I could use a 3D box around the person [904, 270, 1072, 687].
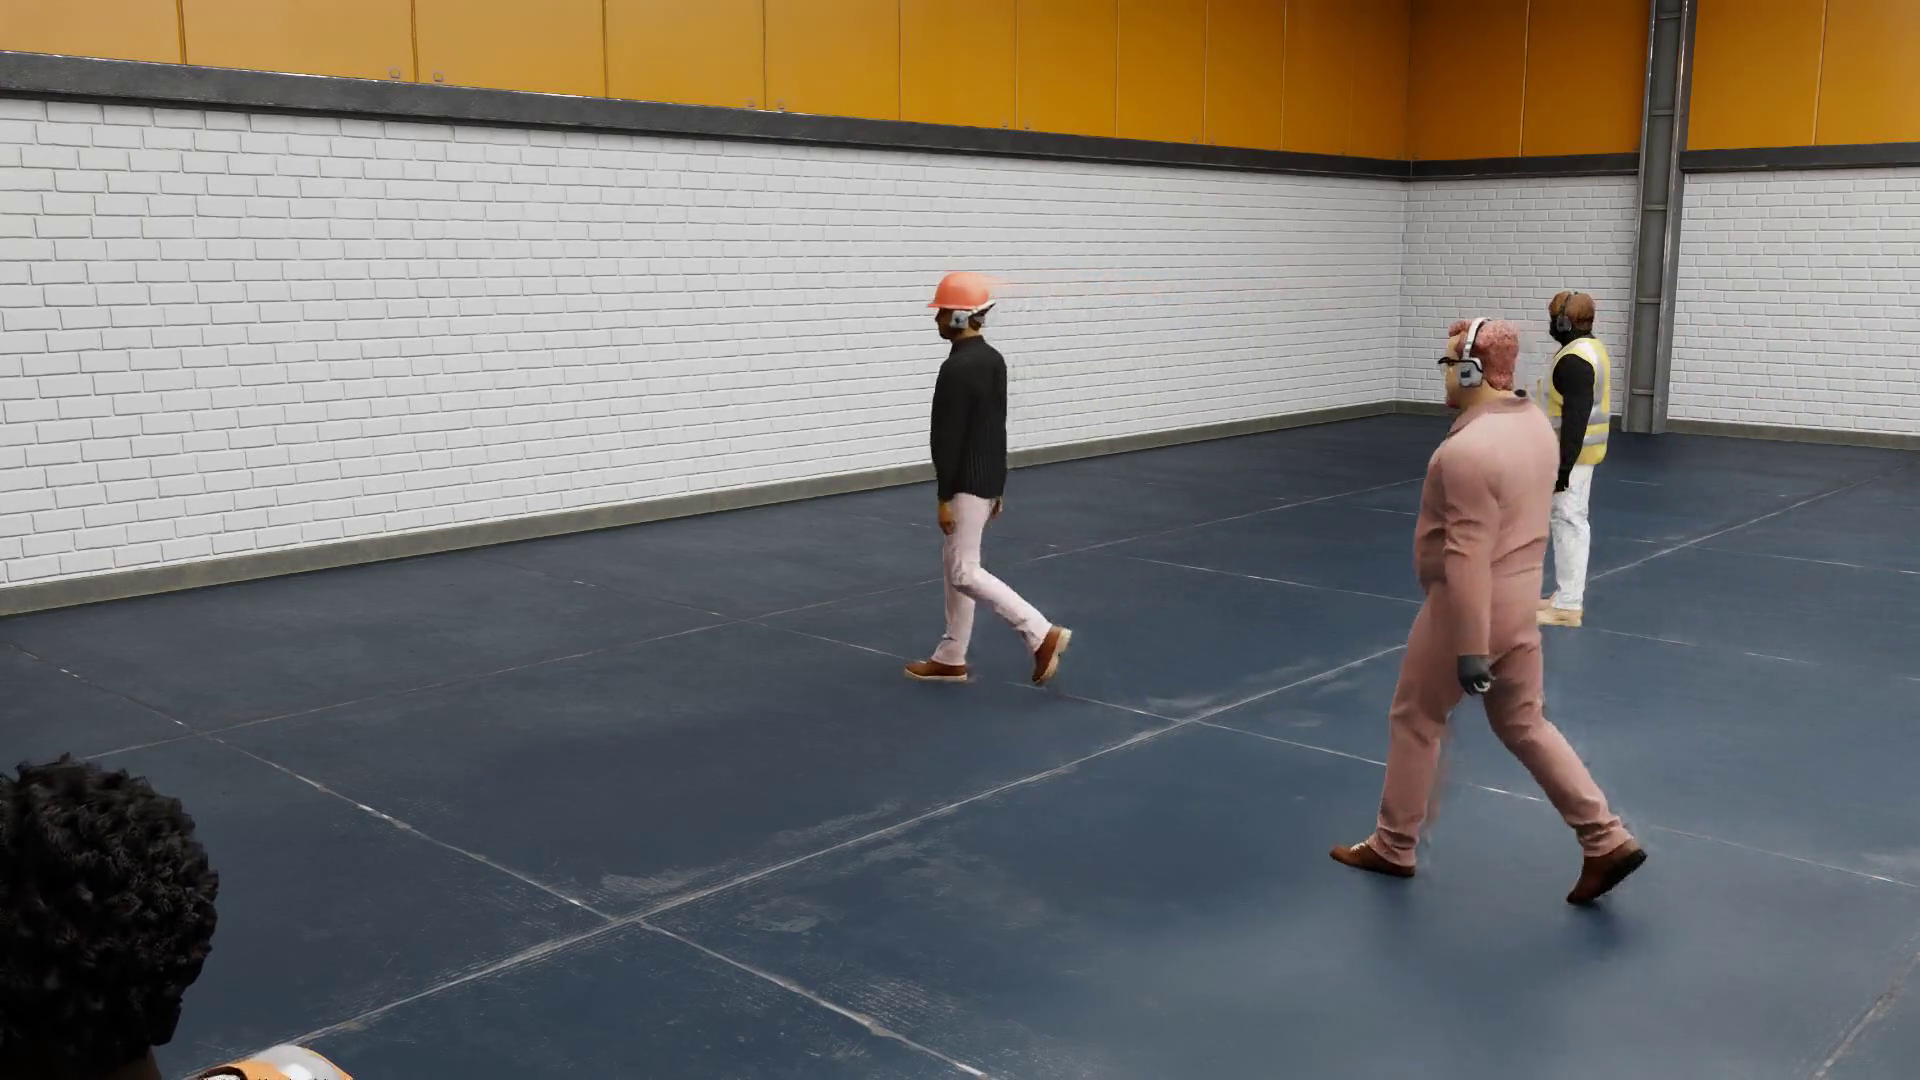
[{"bbox_3d":[0.131,-0.260,7.751,0.801,1.977,0.613,4,11,21],"label":"person"}]

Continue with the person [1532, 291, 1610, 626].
[{"bbox_3d":[3.347,-0.447,9.197,0.429,1.839,0.633,5,11,25],"label":"person"}]

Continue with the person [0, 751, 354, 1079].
[{"bbox_3d":[-0.652,1.003,1.378,0.321,1.691,0.532,3,10,17],"label":"person"}]

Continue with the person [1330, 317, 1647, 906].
[{"bbox_3d":[1.714,0.230,5.288,0.926,1.872,0.631,10,14,44],"label":"person"}]
